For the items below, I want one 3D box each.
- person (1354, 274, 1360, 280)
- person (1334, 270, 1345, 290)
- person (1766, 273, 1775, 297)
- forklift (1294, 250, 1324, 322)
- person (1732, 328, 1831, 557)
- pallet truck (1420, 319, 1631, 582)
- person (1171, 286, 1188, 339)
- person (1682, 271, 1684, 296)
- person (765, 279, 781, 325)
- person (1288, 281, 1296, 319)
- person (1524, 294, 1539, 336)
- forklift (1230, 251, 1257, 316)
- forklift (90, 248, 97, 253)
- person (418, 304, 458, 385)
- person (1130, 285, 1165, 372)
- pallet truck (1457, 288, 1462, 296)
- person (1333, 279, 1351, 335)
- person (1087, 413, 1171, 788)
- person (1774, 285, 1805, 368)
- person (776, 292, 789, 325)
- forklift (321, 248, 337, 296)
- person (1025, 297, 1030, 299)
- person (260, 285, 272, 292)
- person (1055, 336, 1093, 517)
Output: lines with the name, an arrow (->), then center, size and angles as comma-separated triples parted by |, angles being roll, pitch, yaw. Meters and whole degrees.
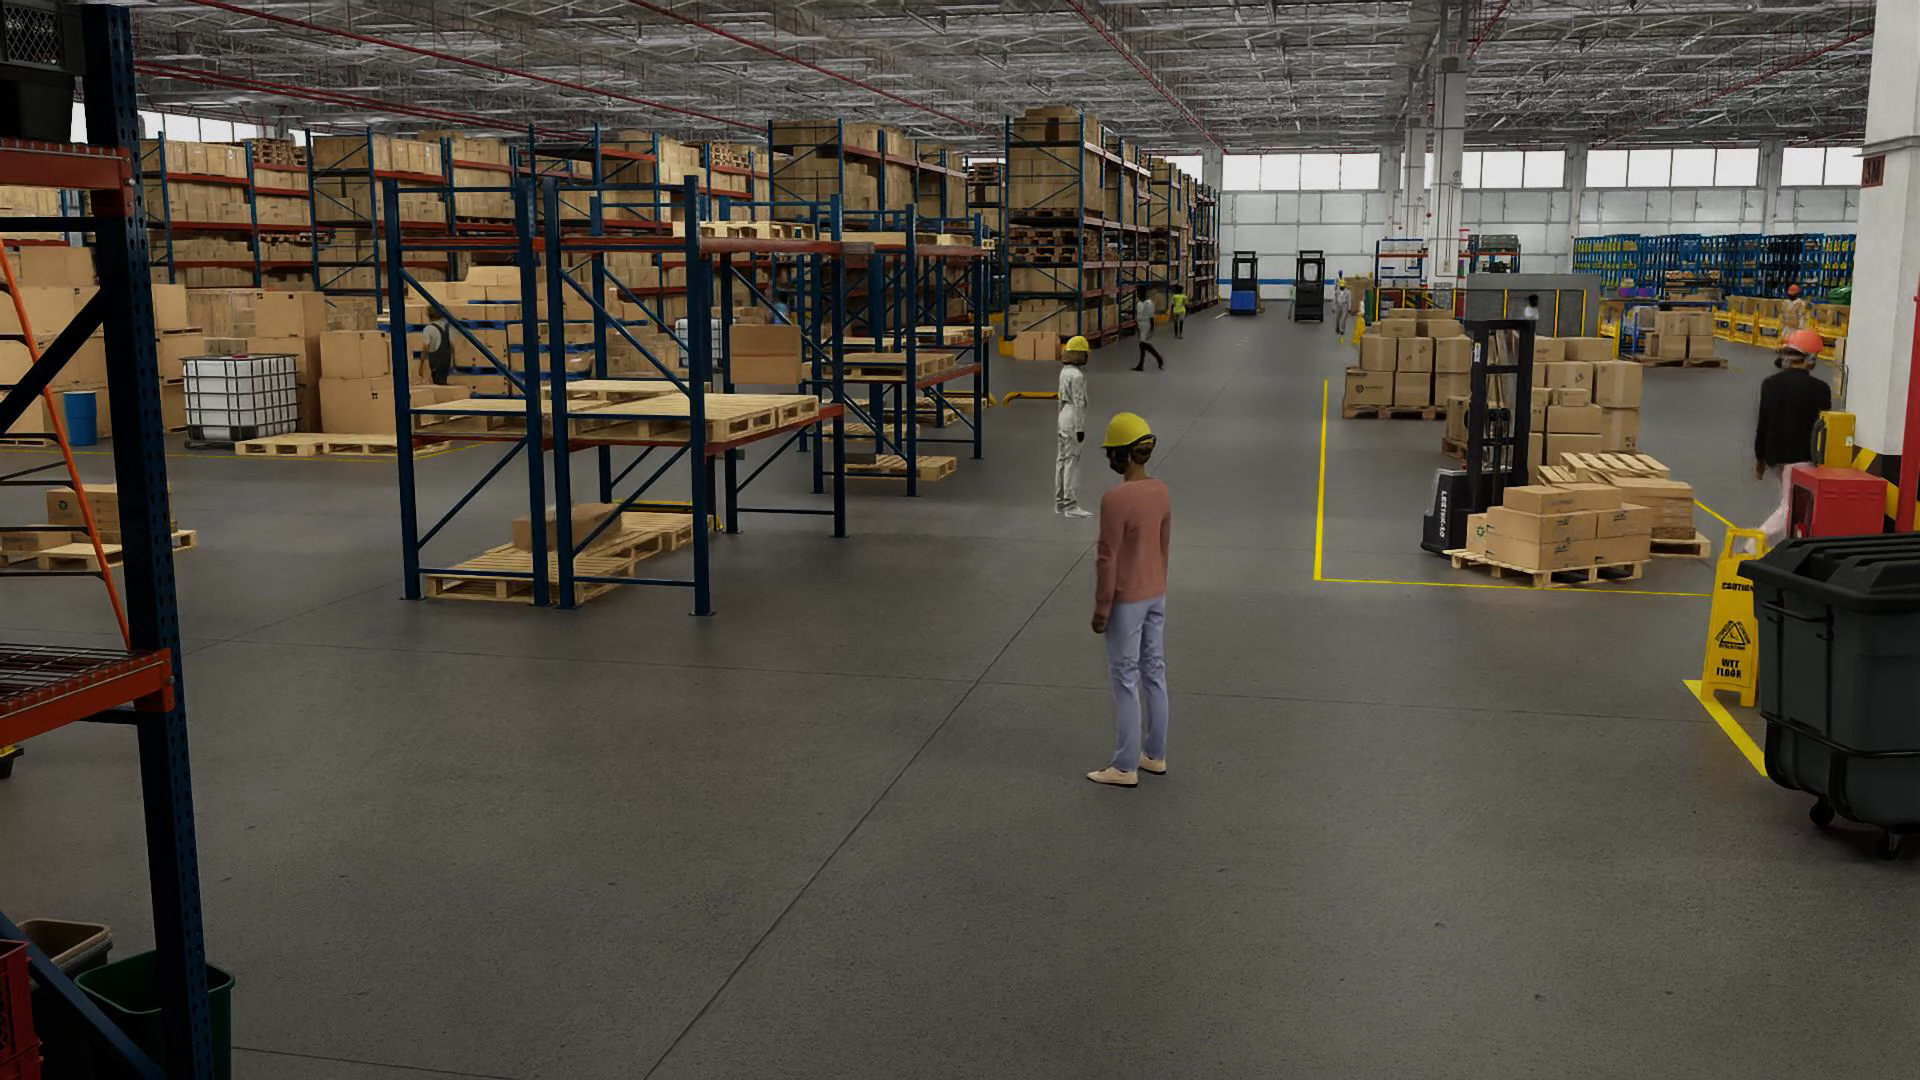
person -> 20.829, -13.055, 86.958 | 0.782, 1.716, 0.486 | 2, 10, 12
person -> 18.284, -12.010, 80.079 | 0.614, 1.946, 0.389 | -5, 11, -28
person -> 38.961, -11.898, 79.802 | 0.842, 1.810, 0.574 | 2, 10, 13
forklift -> 13.778, -10.002, 65.433 | 1.129, 2.768, 1.873 | 2, 10, 12
person -> 6.334, -0.641, 12.733 | 0.940, 1.962, 0.631 | -3, 10, -19
pallet truck -> 4.543, -0.757, 13.299 | 0.823, 1.965, 1.885 | -4, 10, -22
person -> 6.841, -7.102, 51.865 | 0.536, 1.663, 0.816 | 1, 10, 5
person -> 35.595, -12.303, 81.774 | 0.595, 2.002, 0.624 | 8, 13, 40
person -> -6.001, -7.504, 53.672 | 0.650, 1.863, 0.986 | 3, 10, 18
person -> 13.957, -10.012, 69.338 | 0.507, 1.580, 0.887 | 8, 12, 39
person -> 13.347, -4.907, 38.869 | 0.536, 1.649, 0.876 | -9, 13, -42
forklift -> 12.335, -11.147, 72.212 | 1.129, 2.768, 1.873 | 2, 10, 12
forklift -> -26.314, -7.471, 50.446 | 1.129, 2.768, 1.873 | 2, 10, 12
person -> -7.815, -2.591, 24.656 | 0.744, 1.823, 0.544 | 6, 11, 31
person -> 4.196, -4.689, 36.816 | 0.840, 1.927, 0.652 | -3, 10, -19
pallet truck -> 20.506, -9.785, 68.819 | 0.653, 1.274, 1.630 | 2, 10, 12
person -> 12.503, -7.615, 54.450 | 0.597, 1.819, 0.428 | 3, 10, 16
person -> 0.797, 0.280, 7.874 | 0.333, 1.761, 0.524 | 7, 12, 38
person -> 18.935, -4.855, 37.916 | 1.023, 1.871, 0.556 | -9, 13, -42
person -> -4.290, -5.302, 41.212 | 0.847, 1.652, 0.561 | 0, 10, -1
forklift -> -19.677, -7.789, 52.327 | 1.873, 2.768, 1.129 | 0, 10, 0
person -> 2.508, -8.264, 57.927 | 0.628, 1.940, 0.373 | -9, 13, -42
person -> -14.204, -4.254, 34.186 | 0.373, 1.934, 0.551 | 1, 10, 4
person -> 1.106, -1.097, 16.070 | 0.313, 1.741, 0.487 | -2, 10, -14
